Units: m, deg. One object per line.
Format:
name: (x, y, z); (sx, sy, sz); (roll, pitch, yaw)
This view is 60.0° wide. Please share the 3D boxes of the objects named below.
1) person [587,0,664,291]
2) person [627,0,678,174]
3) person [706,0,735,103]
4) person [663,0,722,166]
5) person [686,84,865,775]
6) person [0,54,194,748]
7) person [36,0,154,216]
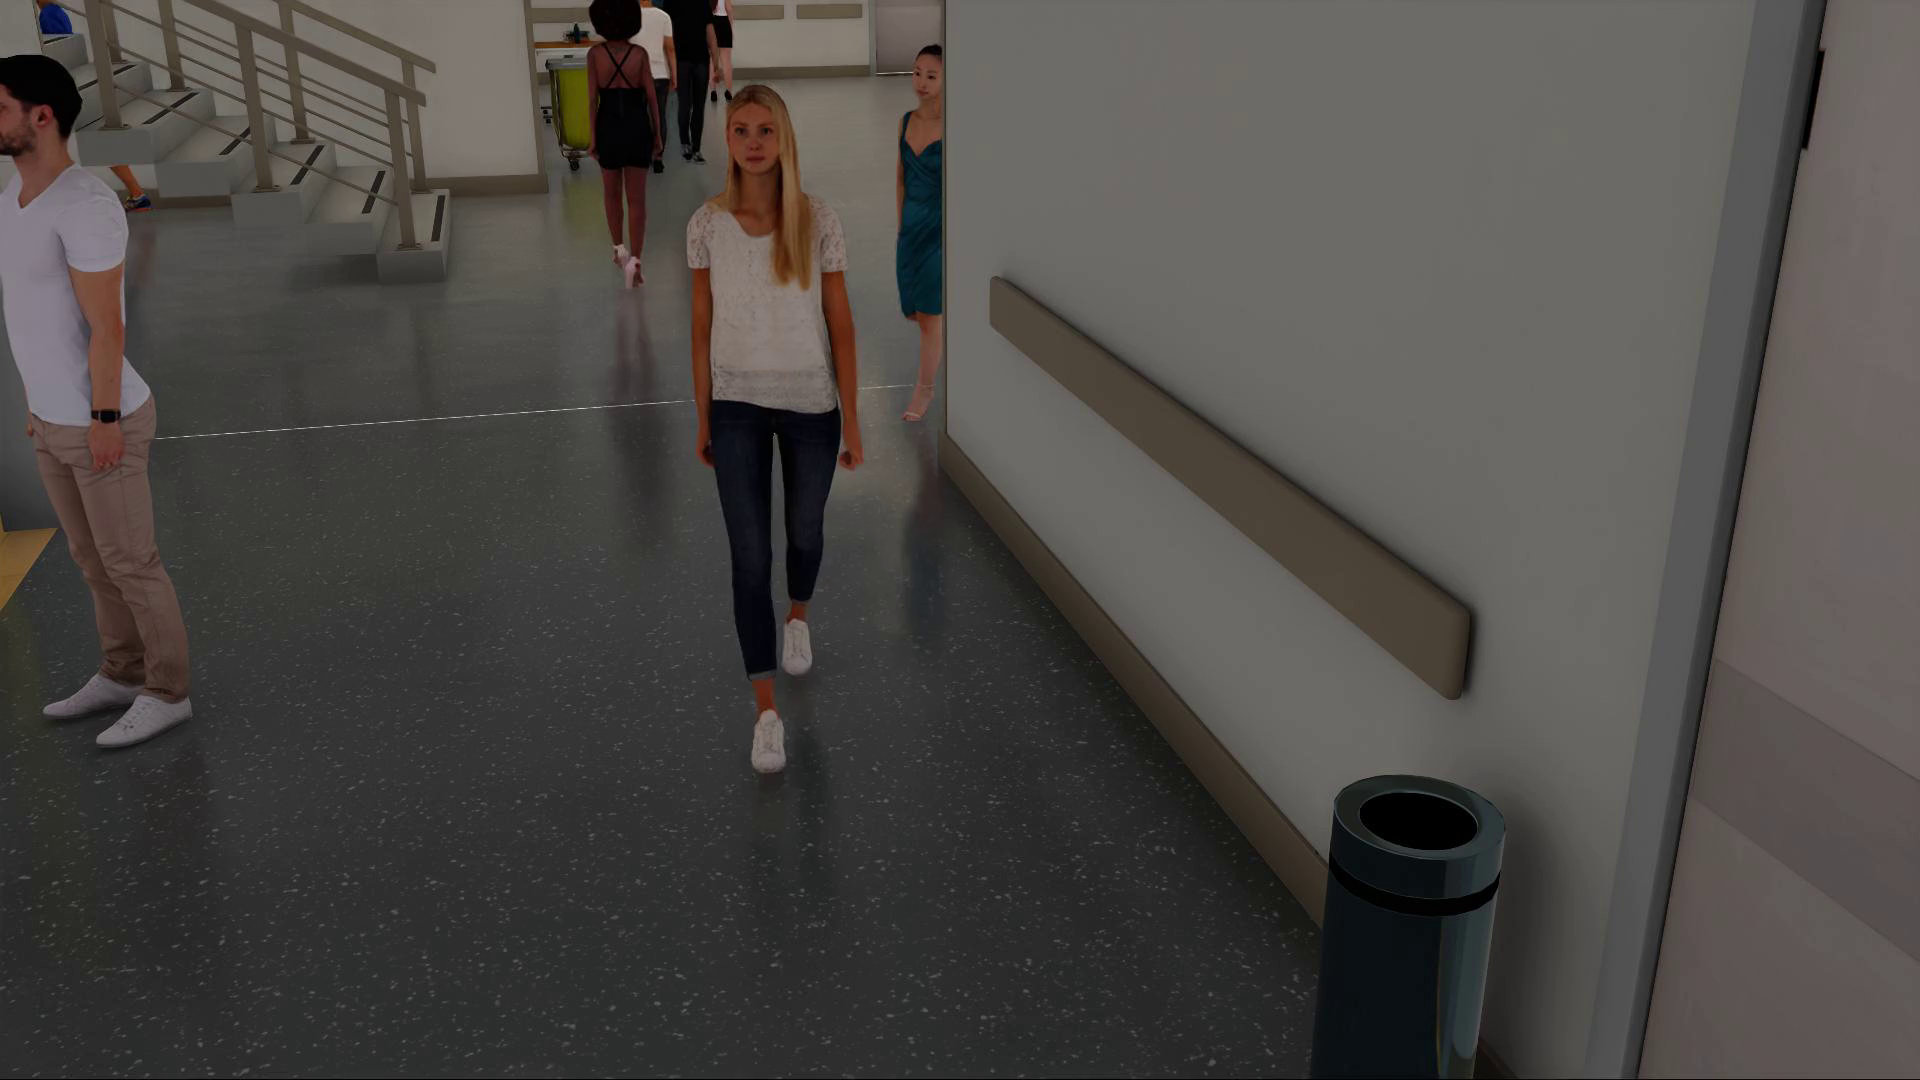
person: (-2.054, -2.401, 10.135); (0.877, 1.765, 0.727); (-3, 21, -7)
person: (-2.751, -4.101, 14.651); (0.575, 1.714, 0.716); (-4, 21, -11)
person: (-2.989, -6.242, 20.441); (0.537, 1.648, 0.670); (1, 21, 2)
person: (-2.509, -4.417, 15.355); (0.604, 1.825, 0.749); (-10, 23, -25)
person: (-0.509, -0.339, 4.693); (1.118, 1.763, 0.808); (-2, 21, -4)
person: (-2.402, -0.362, 4.578); (0.778, 1.888, 0.799); (17, 27, 37)
person: (-6.479, -3.236, 12.269); (1.250, 1.815, 0.699); (-7, 22, -18)
